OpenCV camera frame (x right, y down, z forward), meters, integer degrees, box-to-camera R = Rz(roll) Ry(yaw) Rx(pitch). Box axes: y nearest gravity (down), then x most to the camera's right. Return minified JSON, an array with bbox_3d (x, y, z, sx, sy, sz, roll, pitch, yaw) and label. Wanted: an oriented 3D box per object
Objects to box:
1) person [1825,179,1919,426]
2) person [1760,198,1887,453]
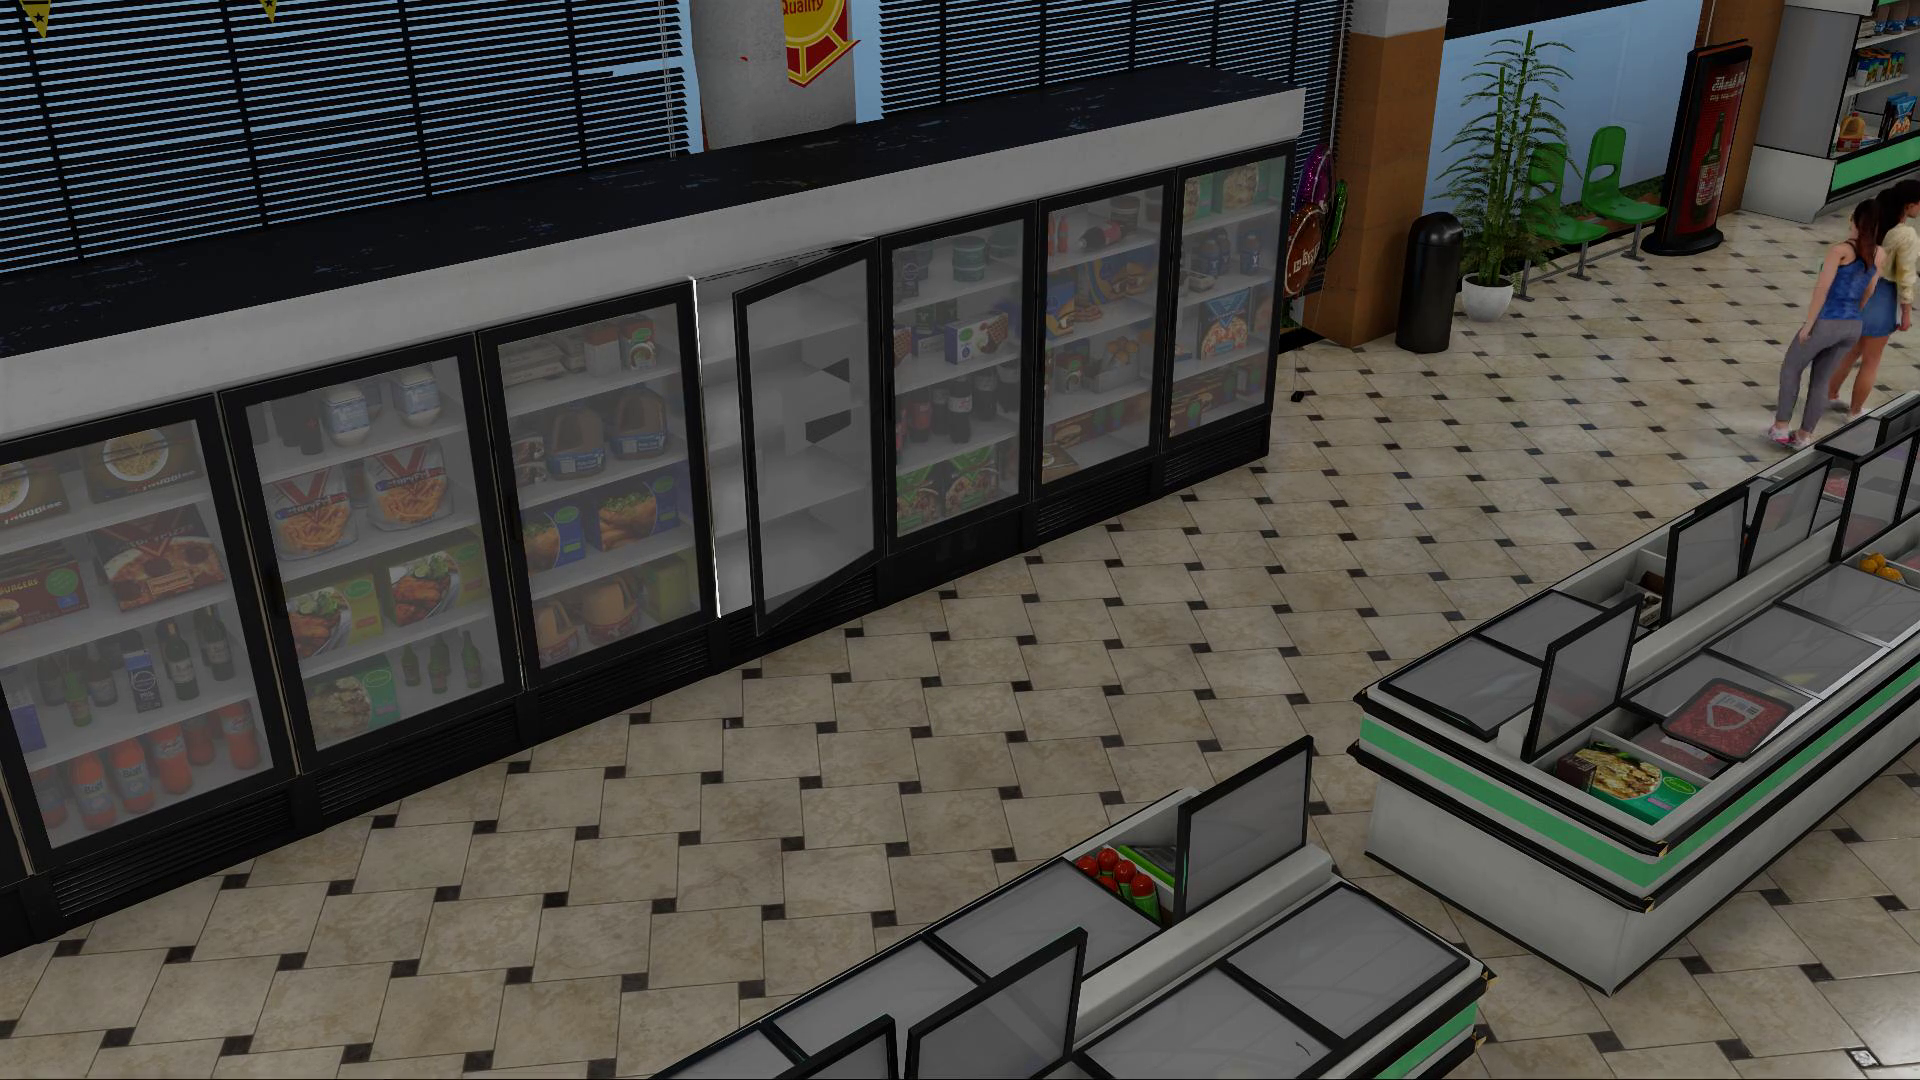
[{"bbox_3d":[5.808,-1.500,10.628,0.775,1.626,0.753,-9,28,-18],"label":"person"},{"bbox_3d":[5.408,-1.272,10.227,0.680,1.582,0.781,-9,28,-16],"label":"person"}]
